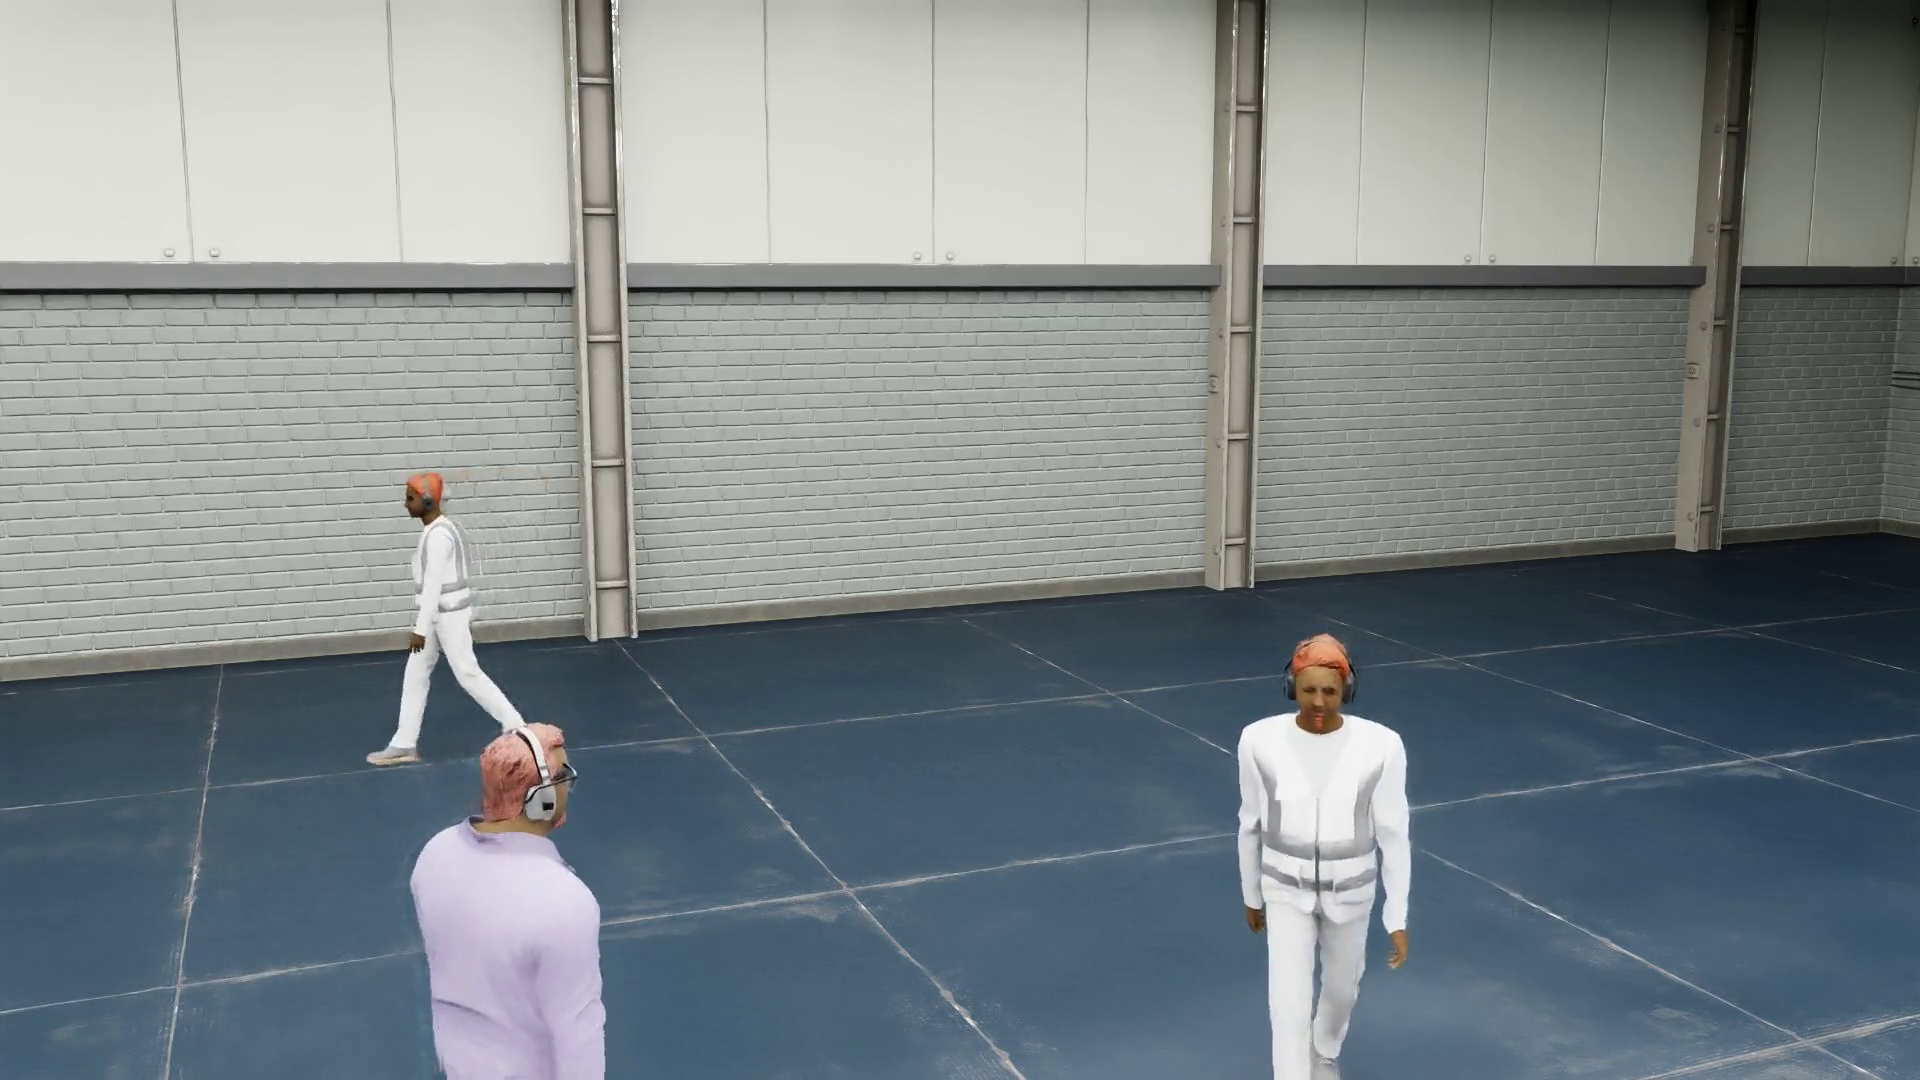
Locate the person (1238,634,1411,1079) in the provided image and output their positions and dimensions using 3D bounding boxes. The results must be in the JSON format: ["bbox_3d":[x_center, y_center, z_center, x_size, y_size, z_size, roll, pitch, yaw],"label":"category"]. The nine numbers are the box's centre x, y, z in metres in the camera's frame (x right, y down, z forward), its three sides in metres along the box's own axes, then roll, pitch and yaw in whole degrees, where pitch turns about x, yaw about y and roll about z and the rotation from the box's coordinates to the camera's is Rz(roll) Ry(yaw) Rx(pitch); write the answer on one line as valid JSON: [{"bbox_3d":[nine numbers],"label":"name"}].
[{"bbox_3d":[1.251,1.208,5.773,0.584,1.854,0.953,2,9,13],"label":"person"}]

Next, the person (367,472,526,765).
[{"bbox_3d":[-3.164,0.483,10.335,0.992,1.840,0.576,-4,10,-23],"label":"person"}]

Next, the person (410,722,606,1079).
[{"bbox_3d":[-1.171,1.414,4.297,0.655,1.893,0.576,7,11,36],"label":"person"}]
